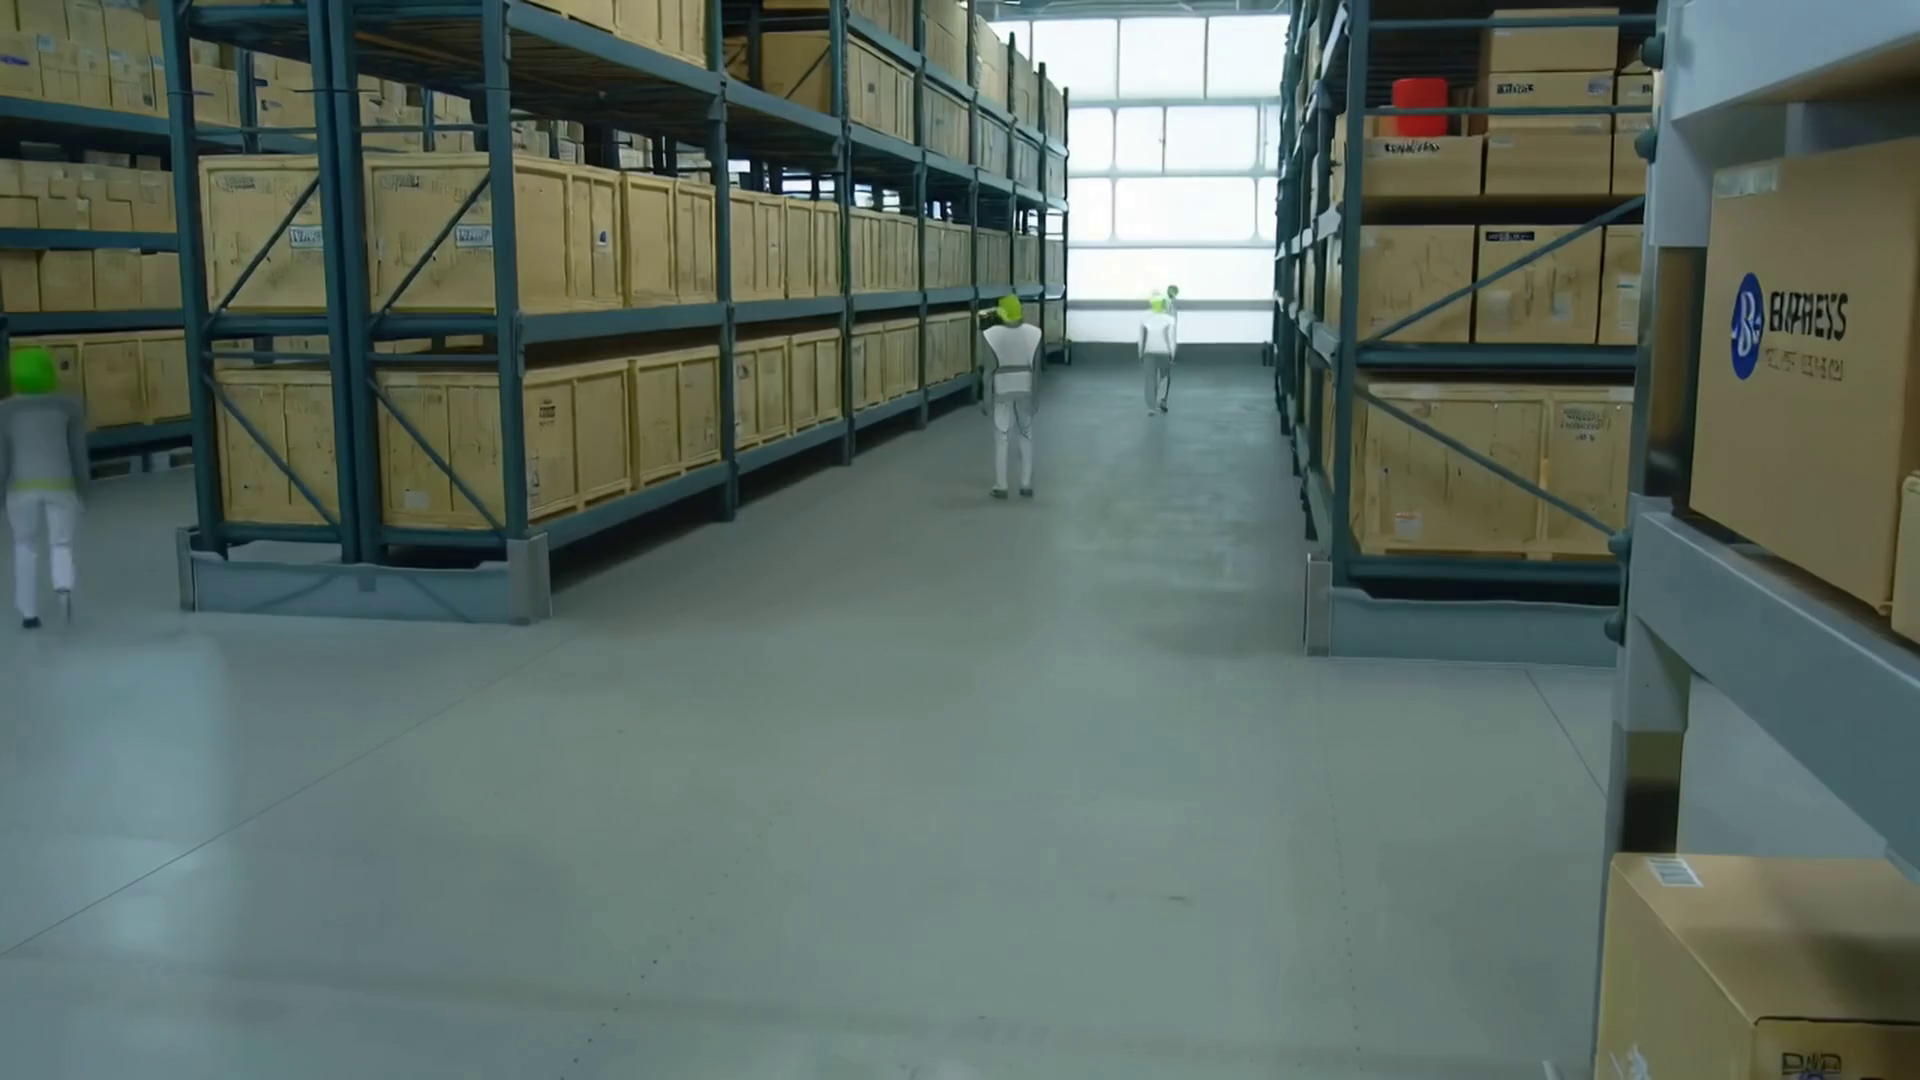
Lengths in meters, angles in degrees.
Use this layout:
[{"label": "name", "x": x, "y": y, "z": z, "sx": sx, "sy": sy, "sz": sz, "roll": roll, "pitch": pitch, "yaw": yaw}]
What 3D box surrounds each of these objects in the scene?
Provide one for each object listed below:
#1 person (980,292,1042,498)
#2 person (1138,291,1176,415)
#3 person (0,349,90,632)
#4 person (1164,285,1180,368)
[{"label": "person", "x": 0.464, "y": -1.292, "z": 14.911, "sx": 0.573, "sy": 1.841, "sz": 0.376, "roll": -3, "pitch": 10, "yaw": -20}, {"label": "person", "x": 2.801, "y": -2.649, "z": 23.619, "sx": 0.550, "sy": 1.742, "sz": 0.613, "roll": 2, "pitch": 9, "yaw": 13}, {"label": "person", "x": -5.112, "y": -0.258, "z": 9.242, "sx": 0.510, "sy": 1.600, "sz": 0.585, "roll": -5, "pitch": 10, "yaw": -26}, {"label": "person", "x": 4.498, "y": -4.536, "z": 35.315, "sx": 0.324, "sy": 1.752, "sz": 0.560, "roll": 2, "pitch": 9, "yaw": 15}]
